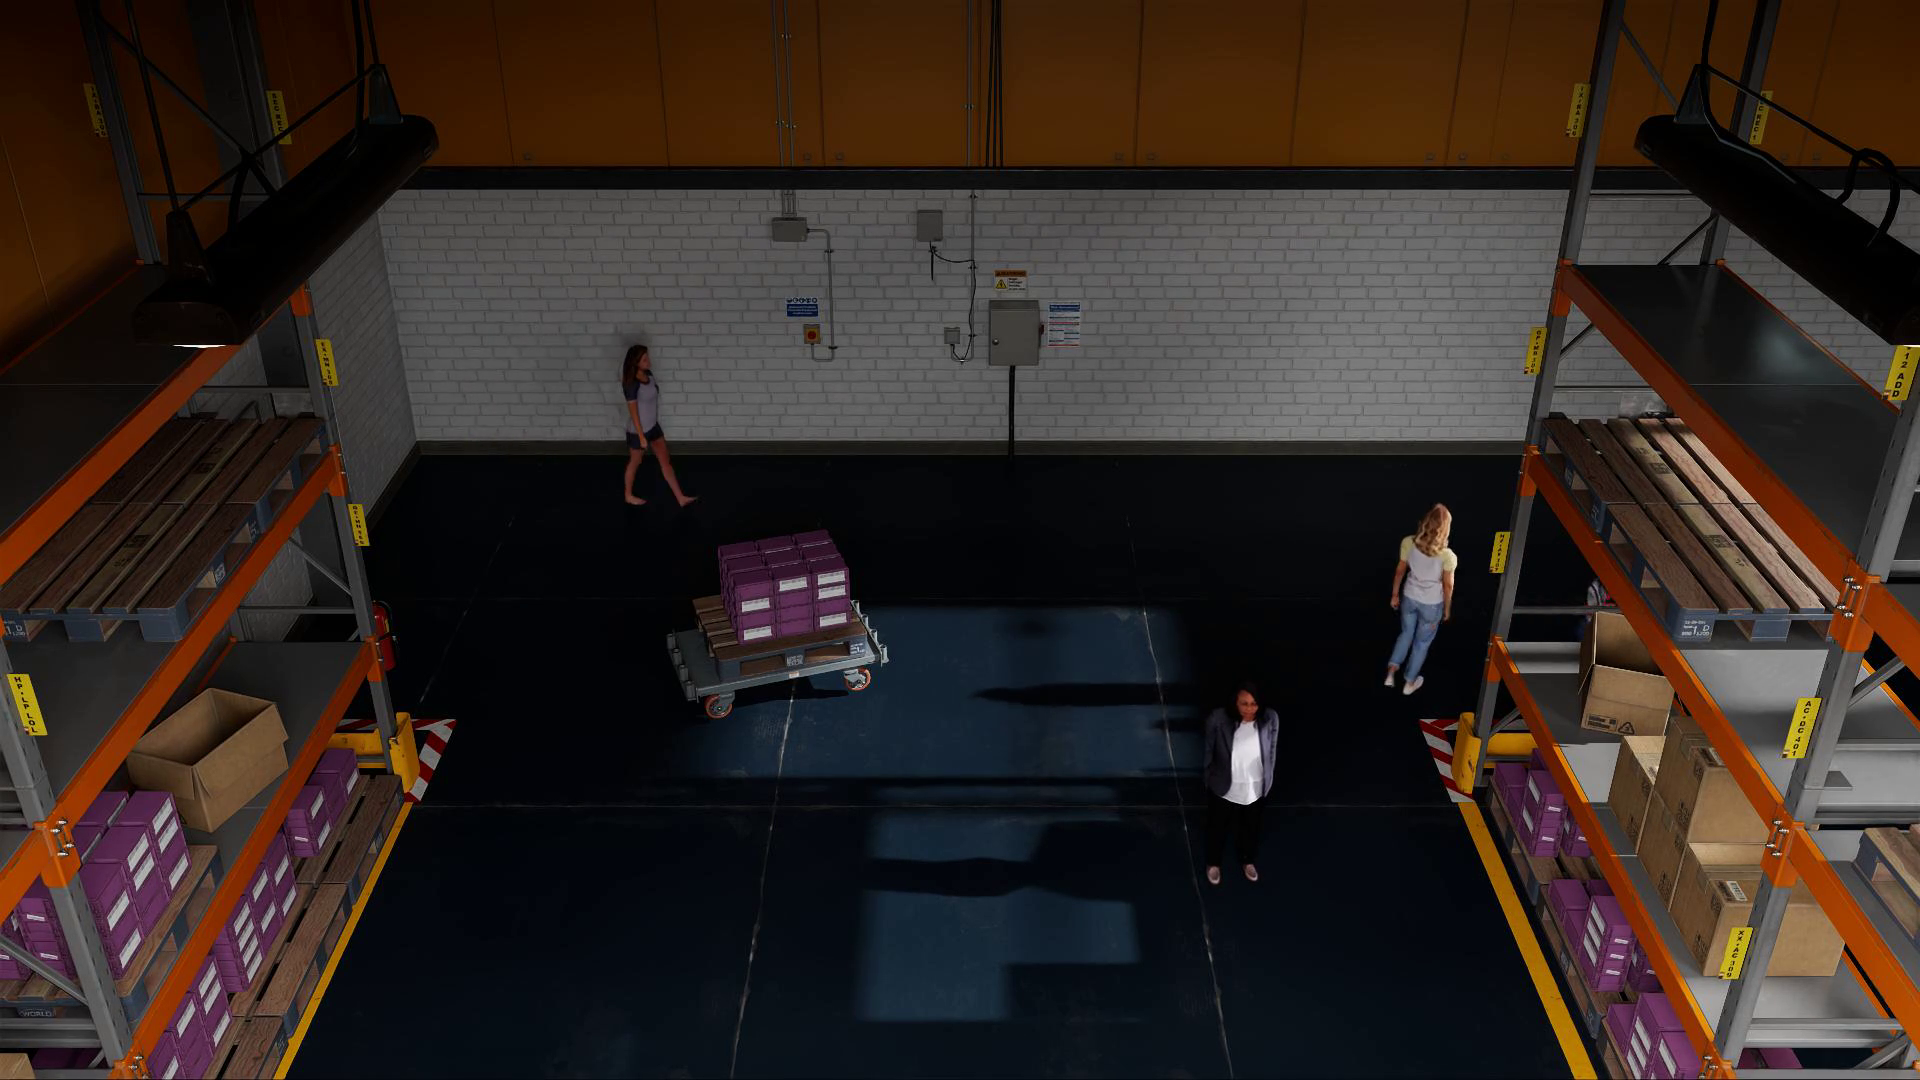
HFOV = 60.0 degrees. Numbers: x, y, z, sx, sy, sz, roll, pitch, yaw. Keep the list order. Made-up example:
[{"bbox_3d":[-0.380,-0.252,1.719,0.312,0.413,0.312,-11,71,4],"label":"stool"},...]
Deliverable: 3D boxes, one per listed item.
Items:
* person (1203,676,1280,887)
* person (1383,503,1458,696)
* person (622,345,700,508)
[{"bbox_3d":[1.883,1.613,11.218,0.663,1.597,0.657,-2,29,-4],"label":"person"},{"bbox_3d":[3.605,0.527,13.087,0.832,1.714,0.896,22,35,34],"label":"person"},{"bbox_3d":[-3.132,-1.065,16.033,0.928,1.689,1.050,11,31,20],"label":"person"}]
